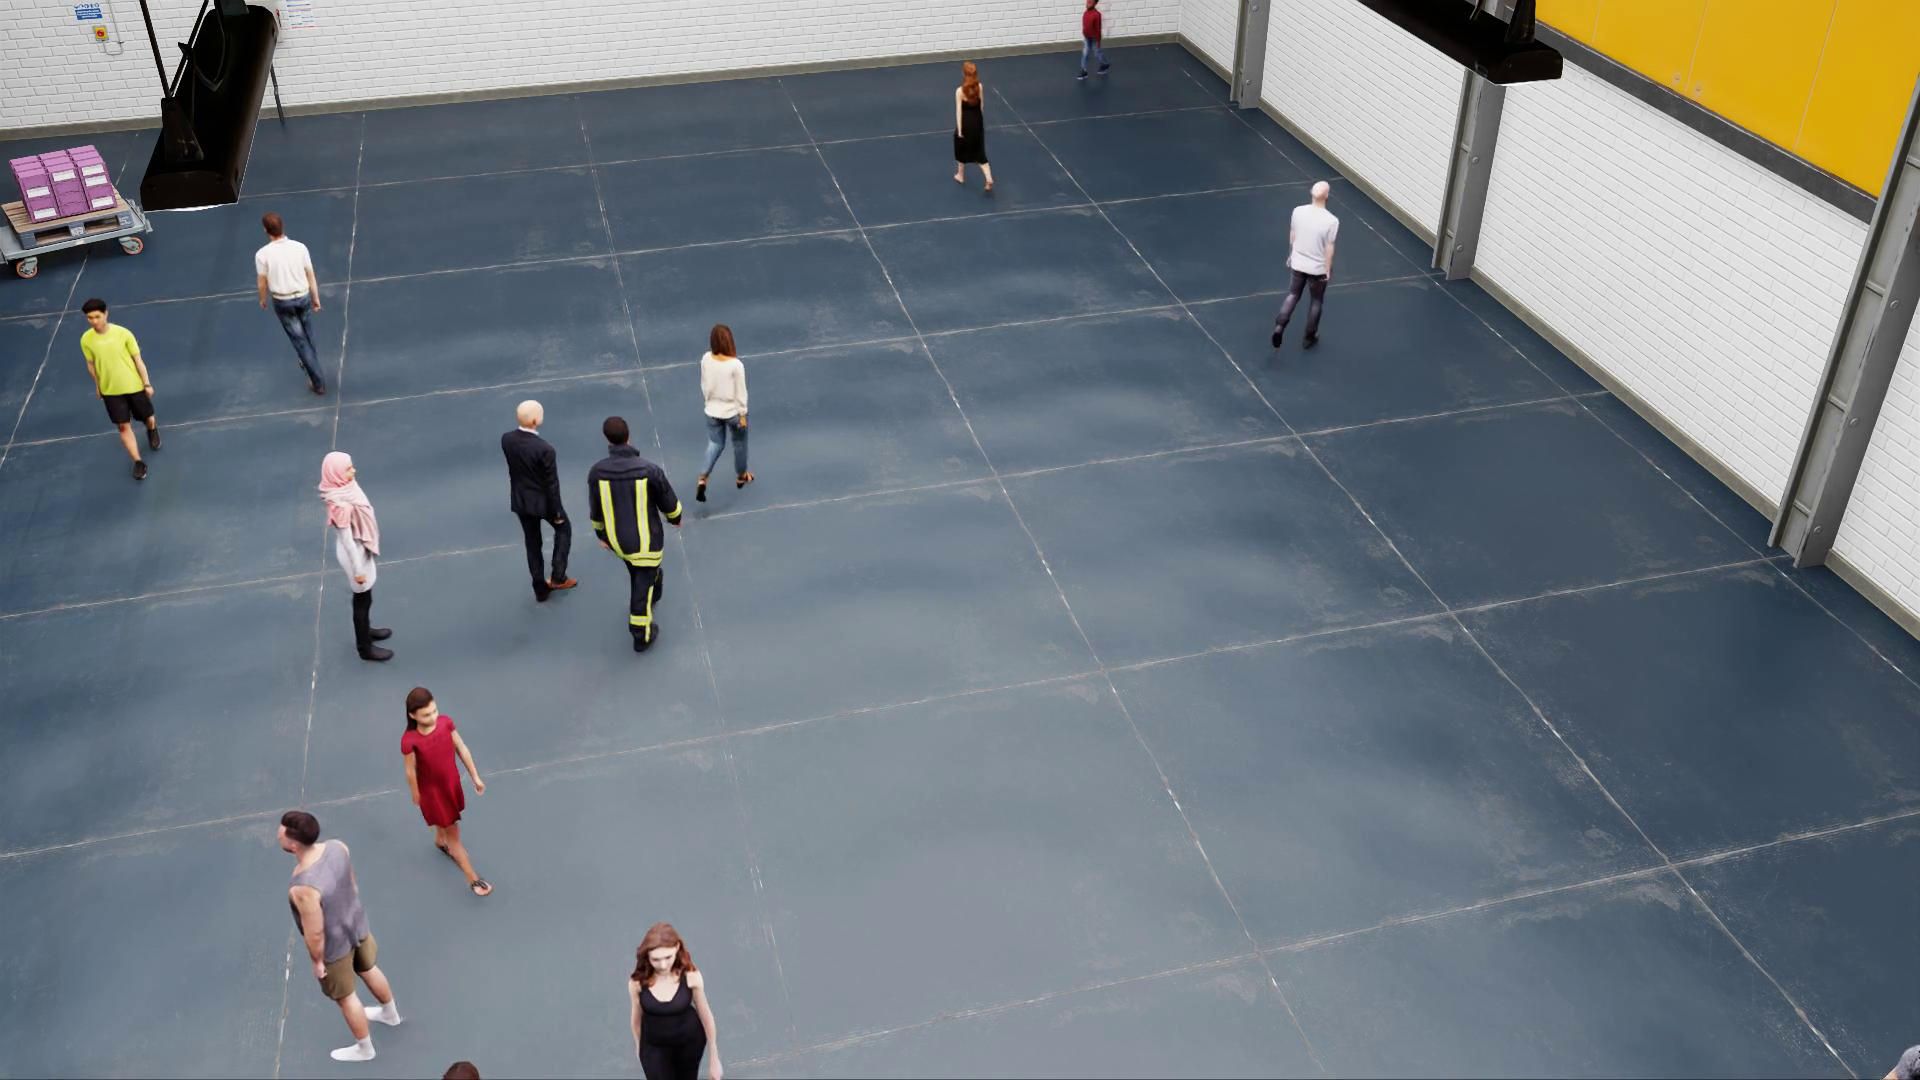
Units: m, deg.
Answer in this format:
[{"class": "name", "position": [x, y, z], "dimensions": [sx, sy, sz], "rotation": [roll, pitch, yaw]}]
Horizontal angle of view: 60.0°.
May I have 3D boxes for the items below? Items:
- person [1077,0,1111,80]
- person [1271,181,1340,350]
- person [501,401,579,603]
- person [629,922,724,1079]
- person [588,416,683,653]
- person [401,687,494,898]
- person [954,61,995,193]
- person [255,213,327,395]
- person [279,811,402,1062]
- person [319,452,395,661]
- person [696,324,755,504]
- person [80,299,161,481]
[{"class": "person", "position": [1.999, -7.469, 24.633], "dimensions": [0.793, 1.233, 0.821], "rotation": [-25, 41, -32]}, {"class": "person", "position": [3.537, -2.763, 17.026], "dimensions": [1.023, 1.815, 1.055], "rotation": [21, 39, 29]}, {"class": "person", "position": [-3.424, -0.256, 13.285], "dimensions": [0.812, 1.782, 0.830], "rotation": [9, 35, 13]}, {"class": "person", "position": [-1.545, 2.641, 9.001], "dimensions": [0.622, 1.699, 1.098], "rotation": [-7, 34, -10]}, {"class": "person", "position": [-2.534, 0.007, 12.817], "dimensions": [1.122, 1.862, 1.330], "rotation": [7, 34, 10]}, {"class": "person", "position": [-3.427, 1.543, 10.821], "dimensions": [1.041, 1.514, 0.899], "rotation": [24, 40, 31]}, {"class": "person", "position": [0.179, -5.145, 20.806], "dimensions": [0.677, 1.599, 1.054], "rotation": [-15, 36, -21]}, {"class": "person", "position": [-6.497, -2.274, 16.281], "dimensions": [0.927, 1.826, 1.081], "rotation": [-27, 42, -35]}, {"class": "person", "position": [-3.560, 2.255, 9.555], "dimensions": [0.784, 1.838, 0.659], "rotation": [7, 34, 10]}, {"class": "person", "position": [-4.626, 0.117, 12.710], "dimensions": [0.695, 1.798, 0.515], "rotation": [-10, 35, -14]}, {"class": "person", "position": [-2.113, -1.081, 14.637], "dimensions": [0.990, 1.659, 1.078], "rotation": [15, 37, 22]}, {"class": "person", "position": [-7.628, -1.443, 15.162], "dimensions": [0.689, 1.680, 1.057], "rotation": [-11, 35, -17]}]
